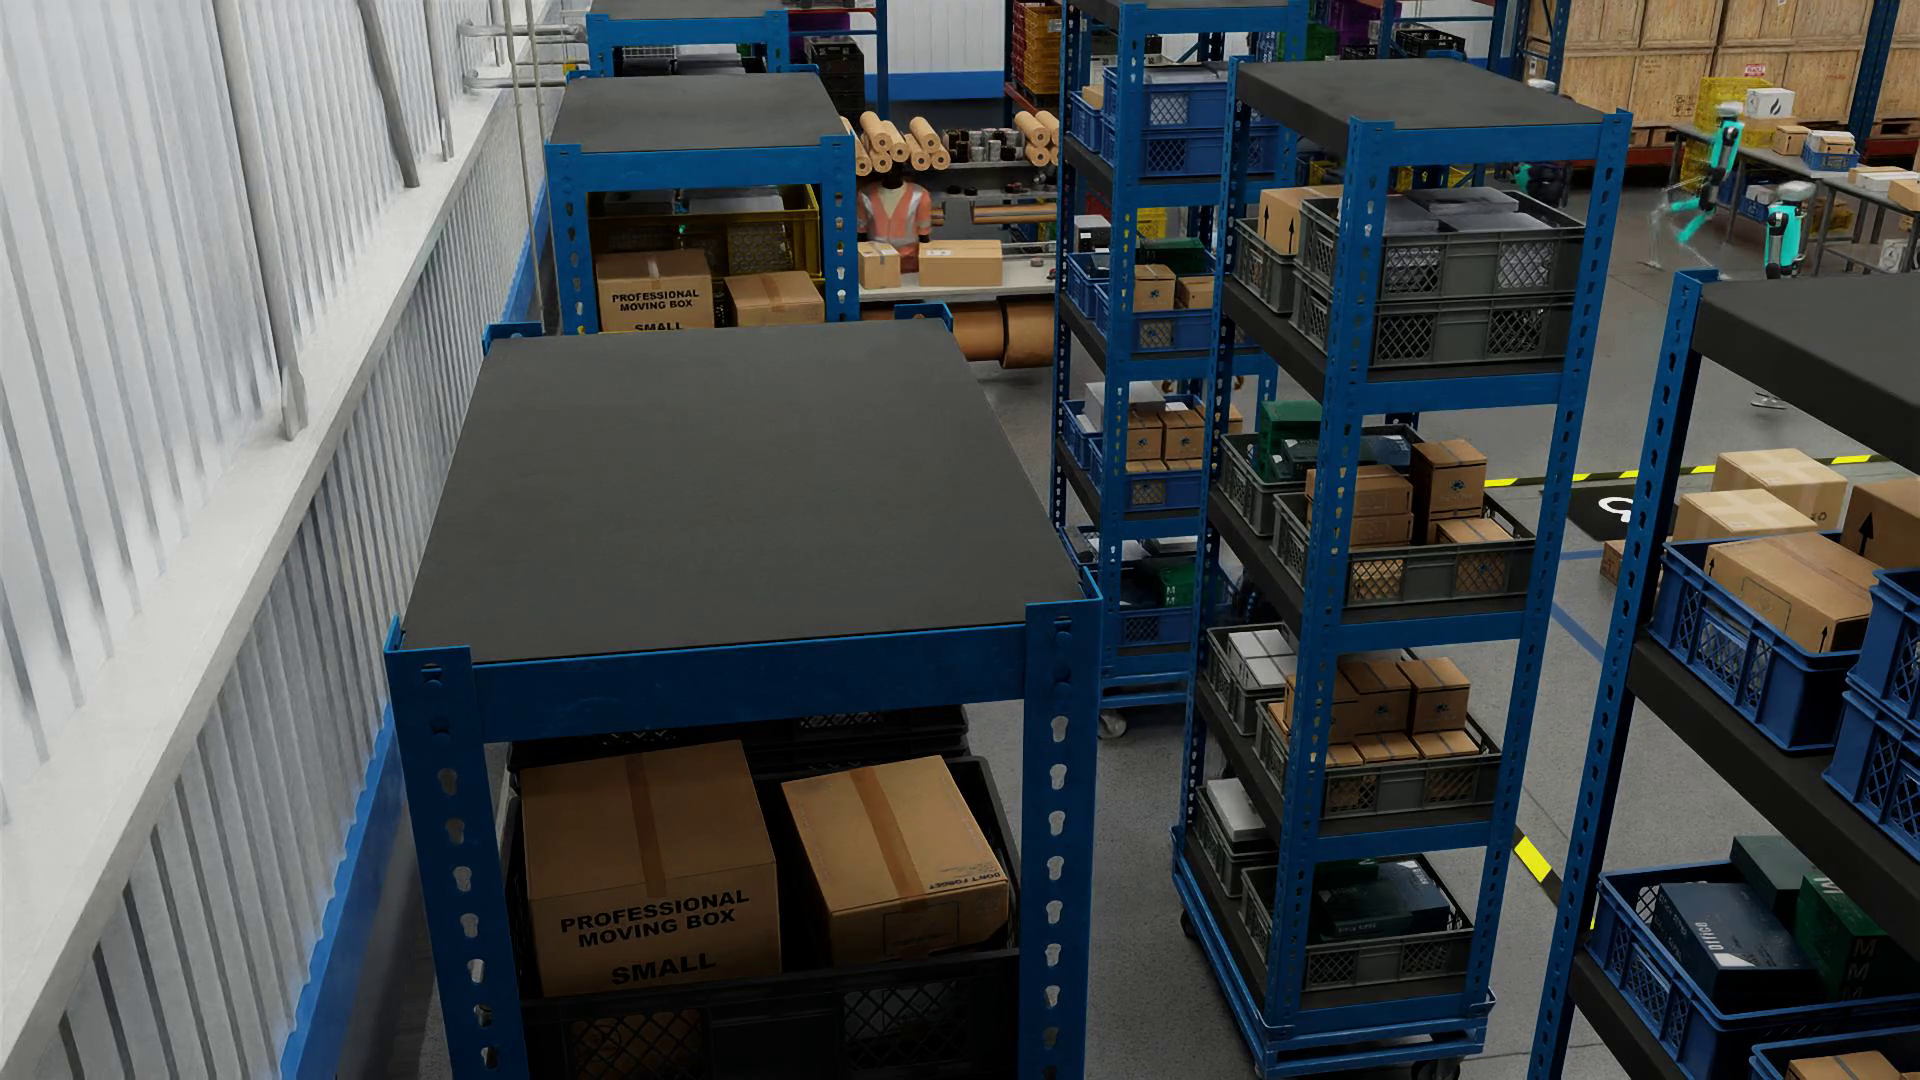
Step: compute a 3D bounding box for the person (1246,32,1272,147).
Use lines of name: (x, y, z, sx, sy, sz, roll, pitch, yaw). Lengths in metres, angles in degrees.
person: (3.391, -5.012, 19.262, 0.353, 1.883, 0.578, 16, 29, 31)

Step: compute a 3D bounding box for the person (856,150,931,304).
person: (-0.524, -2.134, 12.918, 0.597, 1.958, 0.365, 4, 25, 8)

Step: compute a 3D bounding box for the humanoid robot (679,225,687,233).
humanoid robot: (-2.140, -1.659, 12.187, 0.563, 1.780, 0.880, -2, 25, -5)

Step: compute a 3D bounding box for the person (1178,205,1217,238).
person: (2.245, -3.382, 15.767, 0.429, 1.841, 0.633, -22, 33, -40)

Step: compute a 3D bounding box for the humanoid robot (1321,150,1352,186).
humanoid robot: (3.253, -2.670, 14.440, 0.495, 1.635, 0.613, 19, 31, 36)

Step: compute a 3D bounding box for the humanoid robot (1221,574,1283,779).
humanoid robot: (1.340, 0.668, 7.177, 0.585, 1.637, 0.619, -10, 27, -21)

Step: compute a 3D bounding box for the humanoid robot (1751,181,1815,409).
humanoid robot: (6.217, -1.771, 12.235, 0.735, 1.673, 0.533, 17, 30, 33)

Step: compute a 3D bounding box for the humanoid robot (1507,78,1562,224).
humanoid robot: (5.788, -3.671, 16.587, 0.663, 1.852, 0.536, -14, 28, -27)

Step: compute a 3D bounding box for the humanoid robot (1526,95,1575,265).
humanoid robot: (5.735, -3.512, 16.250, 0.386, 1.630, 0.596, -8, 26, -17)

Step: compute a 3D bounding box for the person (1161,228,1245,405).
person: (1.594, -1.114, 10.830, 0.587, 1.849, 0.396, -4, 25, -9)

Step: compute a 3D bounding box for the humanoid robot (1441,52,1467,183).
humanoid robot: (5.482, -4.685, 18.791, 0.375, 1.656, 0.608, 14, 28, 27)

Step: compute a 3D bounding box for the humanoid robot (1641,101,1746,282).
humanoid robot: (6.851, -3.252, 15.669, 1.041, 1.771, 0.549, 11, 27, 22)
